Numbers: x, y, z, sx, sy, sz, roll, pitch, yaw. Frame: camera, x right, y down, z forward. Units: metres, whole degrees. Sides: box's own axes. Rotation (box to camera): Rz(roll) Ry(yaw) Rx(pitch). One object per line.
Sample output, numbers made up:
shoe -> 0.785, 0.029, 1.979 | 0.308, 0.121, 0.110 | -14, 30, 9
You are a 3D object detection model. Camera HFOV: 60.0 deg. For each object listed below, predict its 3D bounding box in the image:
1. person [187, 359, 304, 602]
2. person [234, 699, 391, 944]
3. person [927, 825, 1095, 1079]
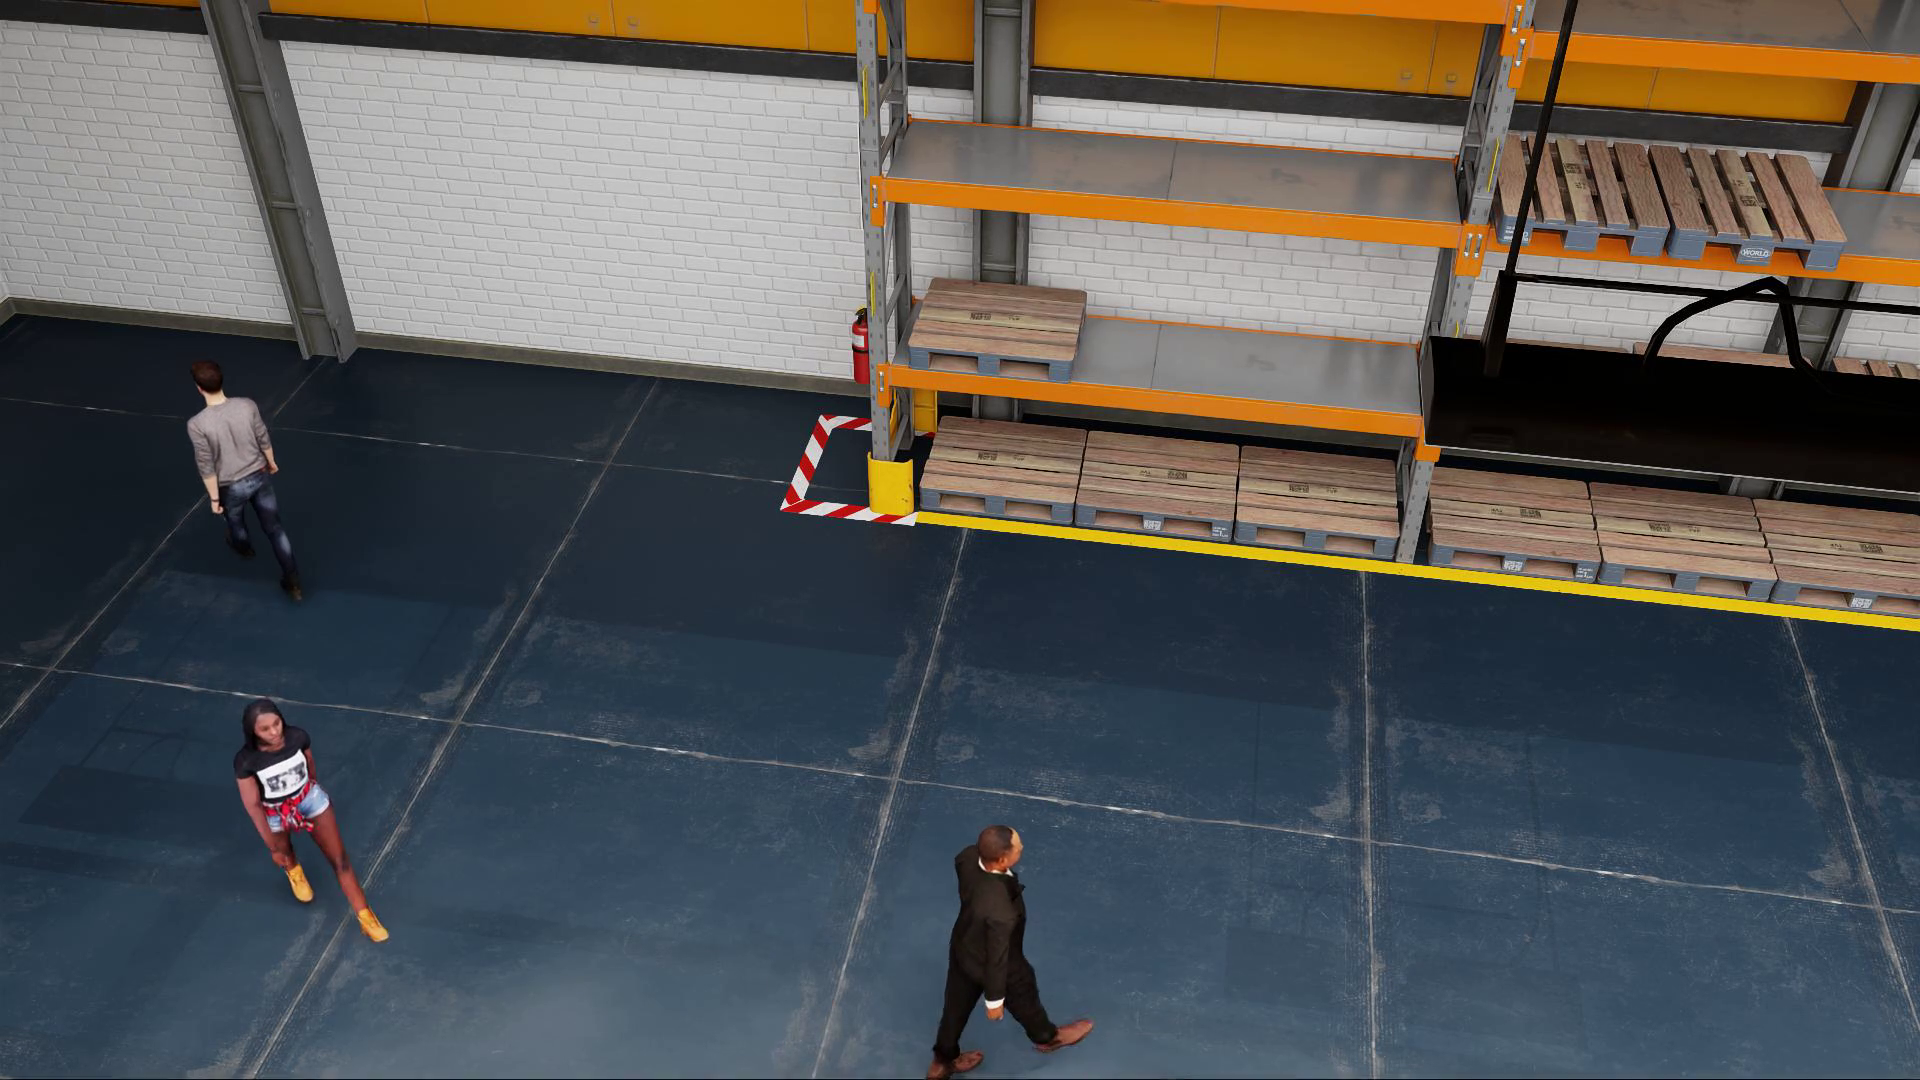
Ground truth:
person -> -4.969, -0.361, 11.640 | 1.177, 1.861, 1.308 | -29, 47, -32
person -> -3.831, 1.528, 9.425 | 1.082, 1.674, 1.226 | -29, 47, -32
person -> 0.051, 2.159, 8.478 | 1.287, 1.869, 1.133 | -17, 42, -20
